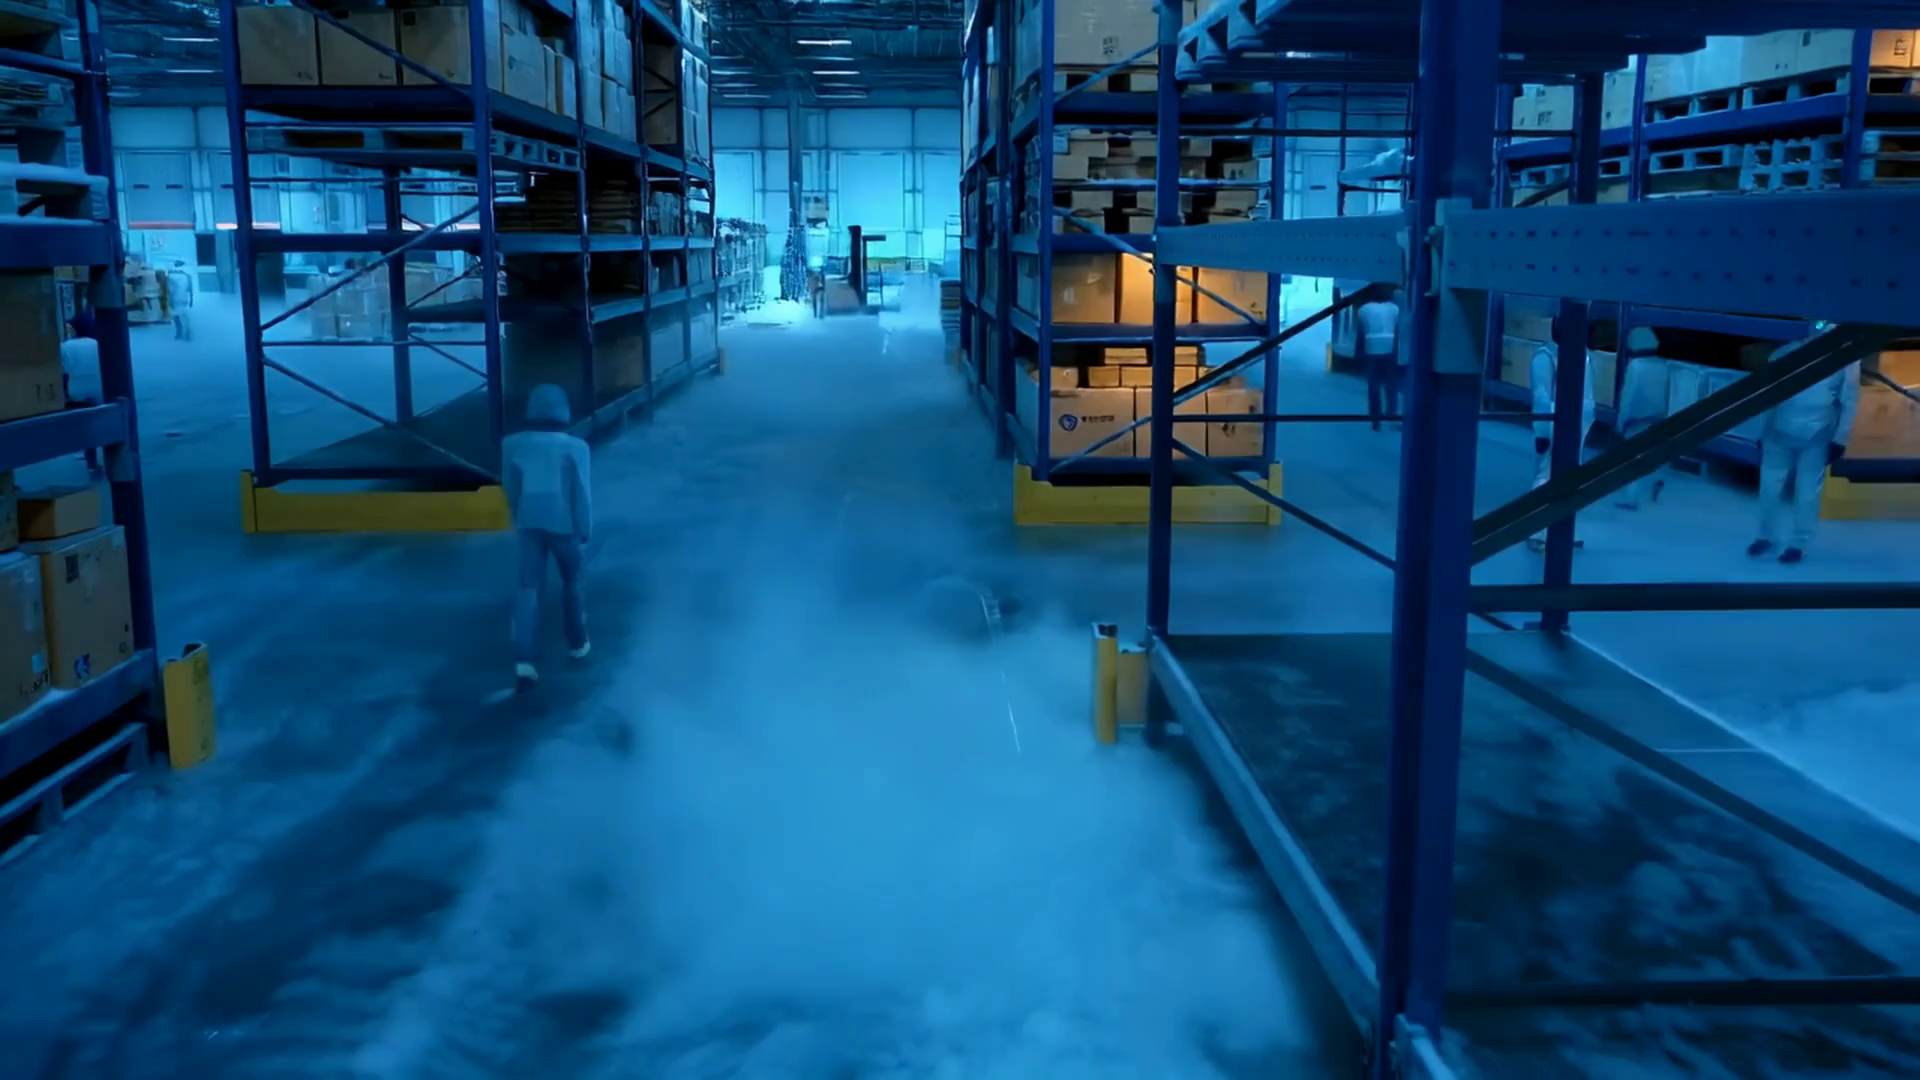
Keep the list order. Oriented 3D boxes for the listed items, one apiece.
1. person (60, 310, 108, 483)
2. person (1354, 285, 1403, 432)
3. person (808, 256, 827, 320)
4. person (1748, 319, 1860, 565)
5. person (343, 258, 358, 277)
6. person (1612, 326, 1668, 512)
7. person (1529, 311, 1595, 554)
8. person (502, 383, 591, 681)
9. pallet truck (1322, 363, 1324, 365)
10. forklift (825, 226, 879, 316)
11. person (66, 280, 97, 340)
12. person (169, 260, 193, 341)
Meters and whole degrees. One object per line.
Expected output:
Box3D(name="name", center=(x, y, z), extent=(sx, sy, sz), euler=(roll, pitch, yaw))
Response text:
Box3D(name="person", center=(-8.580, -1.423, 16.395), extent=(0.552, 1.665, 0.746), euler=(-6, 12, -28))
Box3D(name="person", center=(5.179, -2.279, 20.585), extent=(0.615, 1.887, 0.463), euler=(4, 11, 20))
Box3D(name="person", center=(-4.258, -7.521, 49.697), extent=(0.592, 1.920, 0.392), euler=(-6, 12, -30))
Box3D(name="person", center=(6.125, -0.754, 12.141), extent=(0.687, 1.871, 0.489), euler=(8, 13, 36))
Box3D(name="person", center=(-18.168, -7.491, 49.731), extent=(0.553, 1.860, 0.355), euler=(2, 10, 11))
Box3D(name="person", center=(5.909, -1.046, 14.435), extent=(0.526, 1.619, 0.385), euler=(-7, 12, -33))
Box3D(name="person", center=(4.540, -0.812, 12.541), extent=(0.626, 1.844, 0.429), euler=(-9, 13, -40))
Box3D(name="person", center=(-2.237, -0.058, 9.022), extent=(0.499, 1.594, 0.846), euler=(0, 10, -1))
Box3D(name="pallet truck", center=(7.712, -4.157, 30.737), extent=(1.885, 1.965, 0.823), euler=(3, 11, 16))
Box3D(name="forklift", center=(-3.295, -8.436, 52.114), extent=(1.873, 2.768, 1.129), euler=(0, 10, -2))
Box3D(name="person", center=(-14.993, -3.608, 28.545), extent=(0.531, 1.678, 0.560), euler=(5, 11, 27))
Box3D(name="person", center=(-18.585, -5.705, 39.608), extent=(0.785, 1.906, 0.563), euler=(10, 14, 44))
